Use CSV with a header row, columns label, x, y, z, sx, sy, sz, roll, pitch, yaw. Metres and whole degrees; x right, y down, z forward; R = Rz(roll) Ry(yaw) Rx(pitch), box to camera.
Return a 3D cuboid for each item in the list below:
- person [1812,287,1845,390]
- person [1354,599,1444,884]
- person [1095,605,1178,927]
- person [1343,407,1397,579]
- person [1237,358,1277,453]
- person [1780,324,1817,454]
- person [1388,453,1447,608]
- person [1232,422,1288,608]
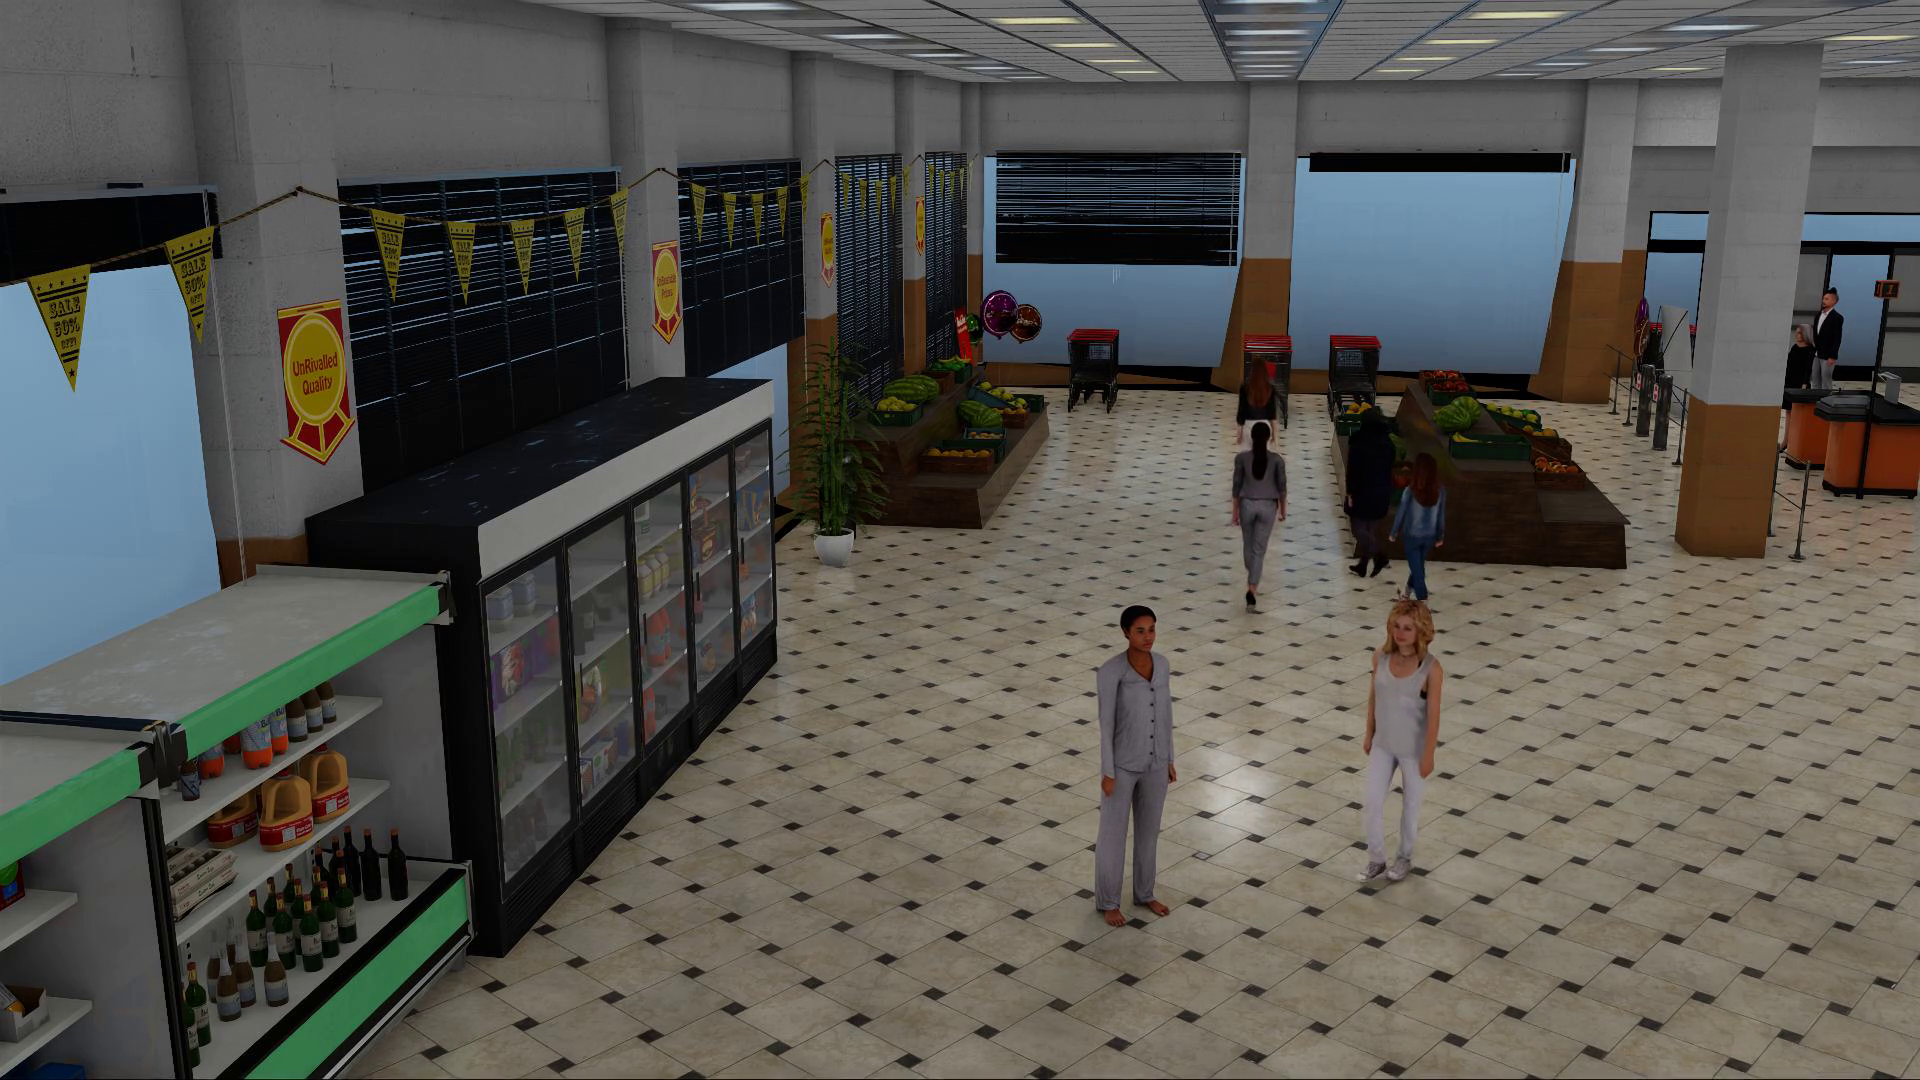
label,x,y,z,sx,sy,sz,roll,pitch,yaw
person,13.077,-2.843,25.137,0.839,1.949,0.675,-3,14,-11
person,2.543,1.123,9.405,0.779,1.656,0.834,11,17,38
person,0.935,1.186,8.974,0.711,1.737,0.749,-8,16,-28
person,3.914,-0.415,15.731,0.912,1.663,1.026,-5,15,-21
person,3.379,-1.200,18.960,0.669,1.667,1.142,1,14,4
person,11.115,-2.005,22.109,0.738,1.747,0.625,-3,14,-12
person,4.031,0.000,14.475,0.826,1.448,1.017,-4,14,-16
person,2.655,-0.184,14.881,0.749,1.616,1.157,5,14,18
